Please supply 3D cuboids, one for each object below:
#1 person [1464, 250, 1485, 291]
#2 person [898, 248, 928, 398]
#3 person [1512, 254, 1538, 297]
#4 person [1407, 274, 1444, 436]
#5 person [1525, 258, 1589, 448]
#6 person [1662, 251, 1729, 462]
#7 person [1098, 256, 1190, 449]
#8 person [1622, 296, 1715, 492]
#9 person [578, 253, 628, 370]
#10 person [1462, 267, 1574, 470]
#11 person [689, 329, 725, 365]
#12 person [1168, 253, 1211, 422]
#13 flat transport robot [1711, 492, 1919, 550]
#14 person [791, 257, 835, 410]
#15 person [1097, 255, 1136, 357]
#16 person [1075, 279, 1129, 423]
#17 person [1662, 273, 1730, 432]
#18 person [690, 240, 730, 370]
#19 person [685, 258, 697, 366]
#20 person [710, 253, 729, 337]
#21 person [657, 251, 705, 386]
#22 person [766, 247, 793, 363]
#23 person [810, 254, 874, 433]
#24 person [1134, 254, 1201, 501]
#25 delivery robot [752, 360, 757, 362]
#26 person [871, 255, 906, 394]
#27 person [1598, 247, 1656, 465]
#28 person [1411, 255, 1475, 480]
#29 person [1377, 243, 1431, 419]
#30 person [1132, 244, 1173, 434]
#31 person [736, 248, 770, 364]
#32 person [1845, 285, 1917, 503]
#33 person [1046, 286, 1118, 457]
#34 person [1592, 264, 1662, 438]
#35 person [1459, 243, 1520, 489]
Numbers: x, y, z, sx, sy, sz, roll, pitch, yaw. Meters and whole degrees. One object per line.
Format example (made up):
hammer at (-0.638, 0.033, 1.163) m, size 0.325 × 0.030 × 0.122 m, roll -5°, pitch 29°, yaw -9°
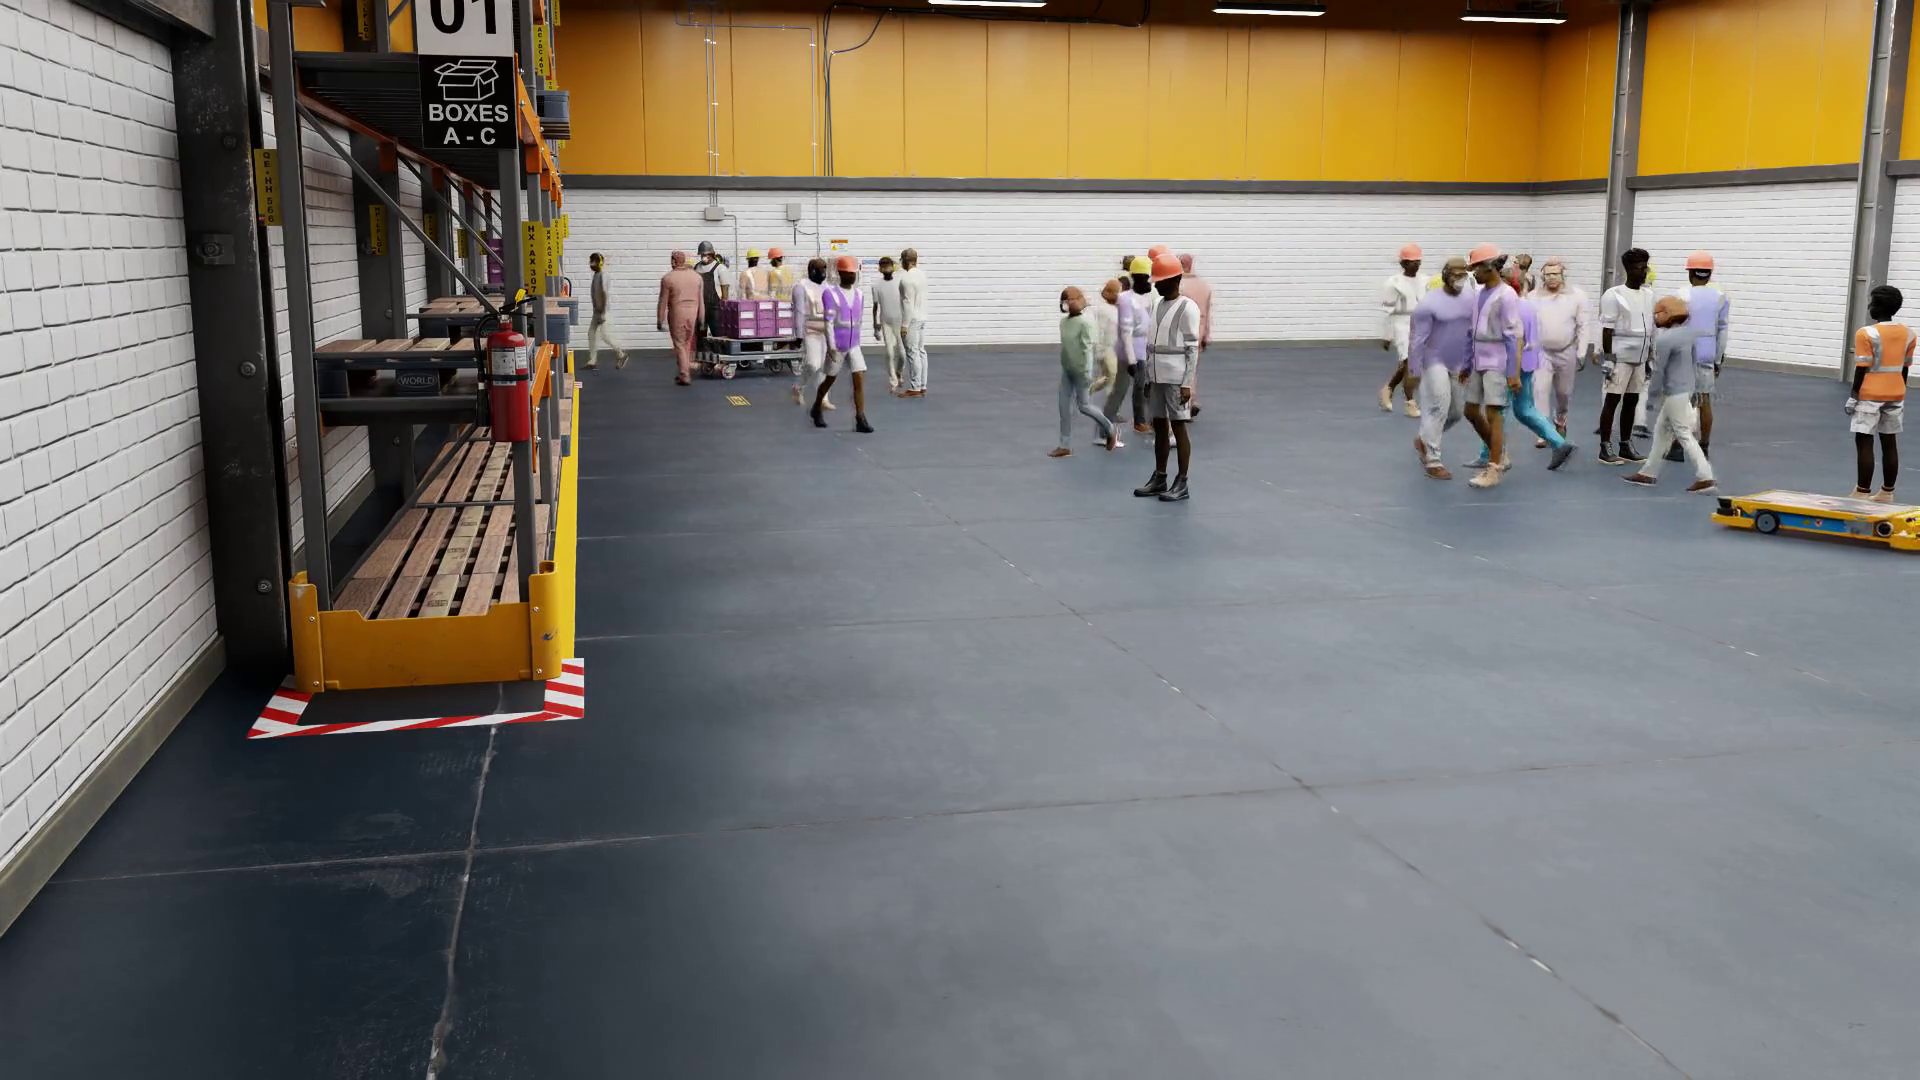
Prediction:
person at (8.086, -3.613, 26.161) m, size 0.576 × 1.883 × 0.355 m, roll -4°, pitch 11°, yaw -21°
person at (-0.612, -2.807, 21.543) m, size 0.353 × 1.936 × 0.633 m, roll 3°, pitch 11°, yaw 18°
person at (7.801, -3.055, 23.169) m, size 0.513 × 1.846 × 0.334 m, roll -8°, pitch 13°, yaw -38°
person at (4.695, -1.768, 16.442) m, size 0.536 × 1.726 × 0.887 m, roll 1°, pitch 10°, yaw 8°
person at (5.941, -1.878, 16.638) m, size 0.646 × 1.870 × 0.929 m, roll 4°, pitch 11°, yaw 20°
person at (6.752, -1.685, 15.328) m, size 0.552 × 1.936 × 0.358 m, roll -1°, pitch 10°, yaw -5°
person at (1.752, -1.803, 16.159) m, size 0.981 × 1.874 × 0.610 m, roll 7°, pitch 12°, yaw 34°
person at (5.846, -1.190, 13.542) m, size 0.779 × 1.586 × 0.521 m, roll 10°, pitch 14°, yaw 44°
person at (-5.634, -3.586, 26.132) m, size 0.709 × 1.845 × 0.594 m, roll -6°, pitch 12°, yaw -30°
person at (4.960, -1.496, 14.669) m, size 0.873 × 1.801 × 0.575 m, roll 6°, pitch 12°, yaw 30°
person at (-4.259, -3.656, 27.178) m, size 0.745 × 1.598 × 0.571 m, roll -3°, pitch 11°, yaw -16°
person at (2.491, -2.263, 18.661) m, size 0.667 × 1.887 × 0.471 m, roll -8°, pitch 13°, yaw -39°
flat transport robot at (6.041, -0.156, 11.477) m, size 0.652 × 0.197 × 1.431 m, roll -8°, pitch 13°, yaw -38°
person at (-1.738, -2.459, 19.916) m, size 0.480 × 1.829 × 0.649 m, roll 9°, pitch 13°, yaw 40°
person at (2.701, -3.787, 27.351) m, size 0.933 × 1.805 × 0.622 m, roll 2°, pitch 10°, yaw 10°
person at (1.605, -2.130, 18.733) m, size 0.667 × 1.612 × 0.507 m, roll 6°, pitch 12°, yaw 30°
person at (7.856, -2.073, 17.874) m, size 0.645 × 1.790 × 0.968 m, roll 1°, pitch 10°, yaw 8°
person at (-3.985, -3.689, 26.148) m, size 0.681 × 2.000 × 0.538 m, roll 4°, pitch 11°, yaw 22°
person at (-4.356, -3.647, 26.709) m, size 0.560 × 1.747 × 0.400 m, roll 0°, pitch 10°, yaw -3°
person at (-3.752, -3.669, 26.639) m, size 0.800 × 1.839 × 0.575 m, roll -2°, pitch 10°, yaw -12°
person at (-4.005, -3.130, 23.504) m, size 0.665 × 1.873 × 0.839 m, roll -8°, pitch 13°, yaw -39°
person at (-3.002, -3.904, 27.705) m, size 0.417 × 1.909 × 0.602 m, roll 6°, pitch 12°, yaw 30°
person at (-1.276, -2.117, 17.852) m, size 0.540 × 1.904 × 0.978 m, roll -7°, pitch 12°, yaw -35°
person at (1.621, -1.266, 13.033) m, size 0.373 × 1.928 × 0.543 m, roll -7°, pitch 12°, yaw -32°
delivery robot at (-3.259, -3.011, 26.247) m, size 0.707 × 0.478 × 0.477 m, roll -5°, pitch 11°, yaw -25°
person at (-0.899, -2.871, 22.188) m, size 0.565 × 1.836 × 0.569 m, roll -1°, pitch 10°, yaw -4°
person at (6.081, -1.665, 15.136) m, size 0.607 × 1.967 × 0.367 m, roll -5°, pitch 11°, yaw -26°
person at (4.128, -1.486, 14.299) m, size 0.655 × 1.914 × 0.640 m, roll -3°, pitch 11°, yaw -18°
person at (5.164, -2.444, 19.342) m, size 0.614 × 2.016 × 0.943 m, roll -4°, pitch 11°, yaw -23°
person at (2.072, -2.120, 17.577) m, size 0.612 × 1.996 × 0.389 m, roll -7°, pitch 13°, yaw -36°
person at (-3.410, -3.863, 27.512) m, size 0.617 × 1.899 × 0.703 m, roll -9°, pitch 14°, yaw -41°
person at (6.973, -1.081, 12.649) m, size 0.541 × 1.696 × 0.315 m, roll -3°, pitch 11°, yaw -17°
person at (1.160, -1.589, 15.691) m, size 0.667 × 1.614 × 0.507 m, roll -6°, pitch 12°, yaw -30°
person at (6.886, -1.936, 17.150) m, size 0.655 × 1.795 × 0.430 m, roll 3°, pitch 11°, yaw 14°
person at (4.442, -1.448, 13.839) m, size 0.492 × 2.022 × 0.713 m, roll -2°, pitch 10°, yaw -10°
